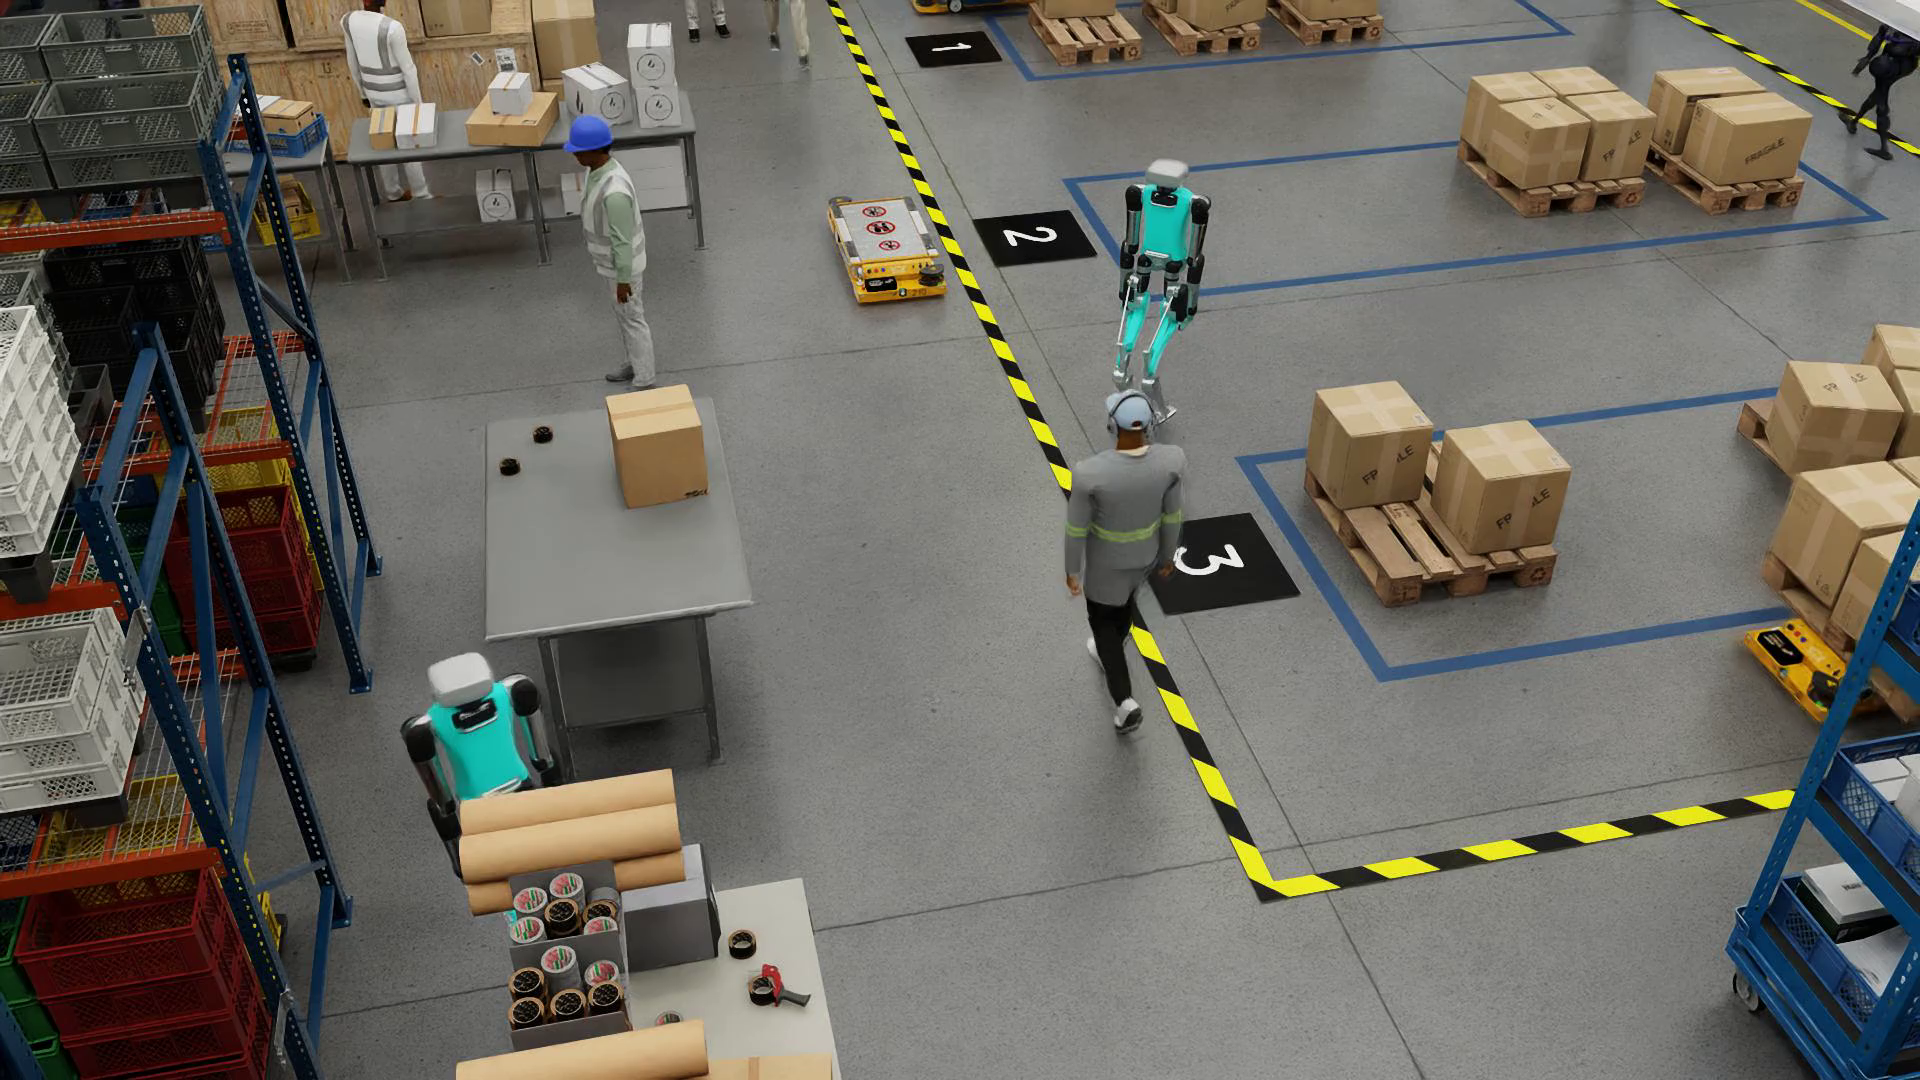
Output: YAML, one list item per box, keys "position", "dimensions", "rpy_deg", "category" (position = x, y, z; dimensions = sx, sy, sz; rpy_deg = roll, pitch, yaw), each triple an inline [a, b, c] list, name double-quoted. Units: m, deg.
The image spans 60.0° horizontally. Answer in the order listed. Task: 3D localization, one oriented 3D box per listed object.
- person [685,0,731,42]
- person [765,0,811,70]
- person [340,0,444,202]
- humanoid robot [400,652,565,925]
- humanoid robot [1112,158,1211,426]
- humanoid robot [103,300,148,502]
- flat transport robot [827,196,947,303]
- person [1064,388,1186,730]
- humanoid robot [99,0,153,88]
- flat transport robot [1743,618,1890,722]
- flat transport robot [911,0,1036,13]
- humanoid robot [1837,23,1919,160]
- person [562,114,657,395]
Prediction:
- position: [-2.480, -5.715, 15.919]
  dimensions: [0.599, 1.836, 0.404]
  rpy_deg: [-14, 39, -18]
  category: "person"
- position: [-1.658, -5.329, 15.490]
  dimensions: [0.560, 1.716, 0.926]
  rpy_deg: [-8, 37, -10]
  category: "person"
- position: [-4.384, -3.420, 12.797]
  dimensions: [0.583, 1.882, 0.337]
  rpy_deg: [15, 39, 19]
  category: "person"
- position: [-1.708, 1.314, 6.580]
  dimensions: [0.556, 1.797, 0.803]
  rpy_deg: [-22, 42, -27]
  category: "humanoid robot"
- position: [1.140, -1.431, 10.134]
  dimensions: [0.533, 1.677, 0.735]
  rpy_deg: [17, 40, 21]
  category: "humanoid robot"
- position: [-4.862, -0.901, 9.591]
  dimensions: [0.501, 1.653, 0.600]
  rpy_deg: [-15, 39, -20]
  category: "humanoid robot"
- position: [-0.570, -2.220, 12.538]
  dimensions: [0.659, 0.231, 1.431]
  rpy_deg: [-8, 37, -10]
  category: "flat transport robot"
- position: [0.801, 0.084, 8.137]
  dimensions: [0.595, 1.828, 0.782]
  rpy_deg: [-11, 38, -14]
  category: "person"
- position: [-7.157, -4.486, 14.411]
  dimensions: [0.591, 1.645, 0.477]
  rpy_deg: [-7, 37, -10]
  category: "humanoid robot"
- position: [4.976, 0.572, 8.762]
  dimensions: [1.431, 0.197, 0.652]
  rpy_deg: [-8, 37, -10]
  category: "flat transport robot"
- position: [0.199, -5.698, 17.189]
  dimensions: [1.431, 0.197, 0.652]
  rpy_deg: [-8, 37, -10]
  category: "flat transport robot"
- position: [7.751, -4.069, 13.868]
  dimensions: [0.588, 1.631, 0.757]
  rpy_deg: [-14, 39, -18]
  category: "humanoid robot"
- position: [-2.197, -1.775, 10.544]
  dimensions: [0.425, 1.939, 0.608]
  rpy_deg: [-13, 39, -17]
  category: "person"
